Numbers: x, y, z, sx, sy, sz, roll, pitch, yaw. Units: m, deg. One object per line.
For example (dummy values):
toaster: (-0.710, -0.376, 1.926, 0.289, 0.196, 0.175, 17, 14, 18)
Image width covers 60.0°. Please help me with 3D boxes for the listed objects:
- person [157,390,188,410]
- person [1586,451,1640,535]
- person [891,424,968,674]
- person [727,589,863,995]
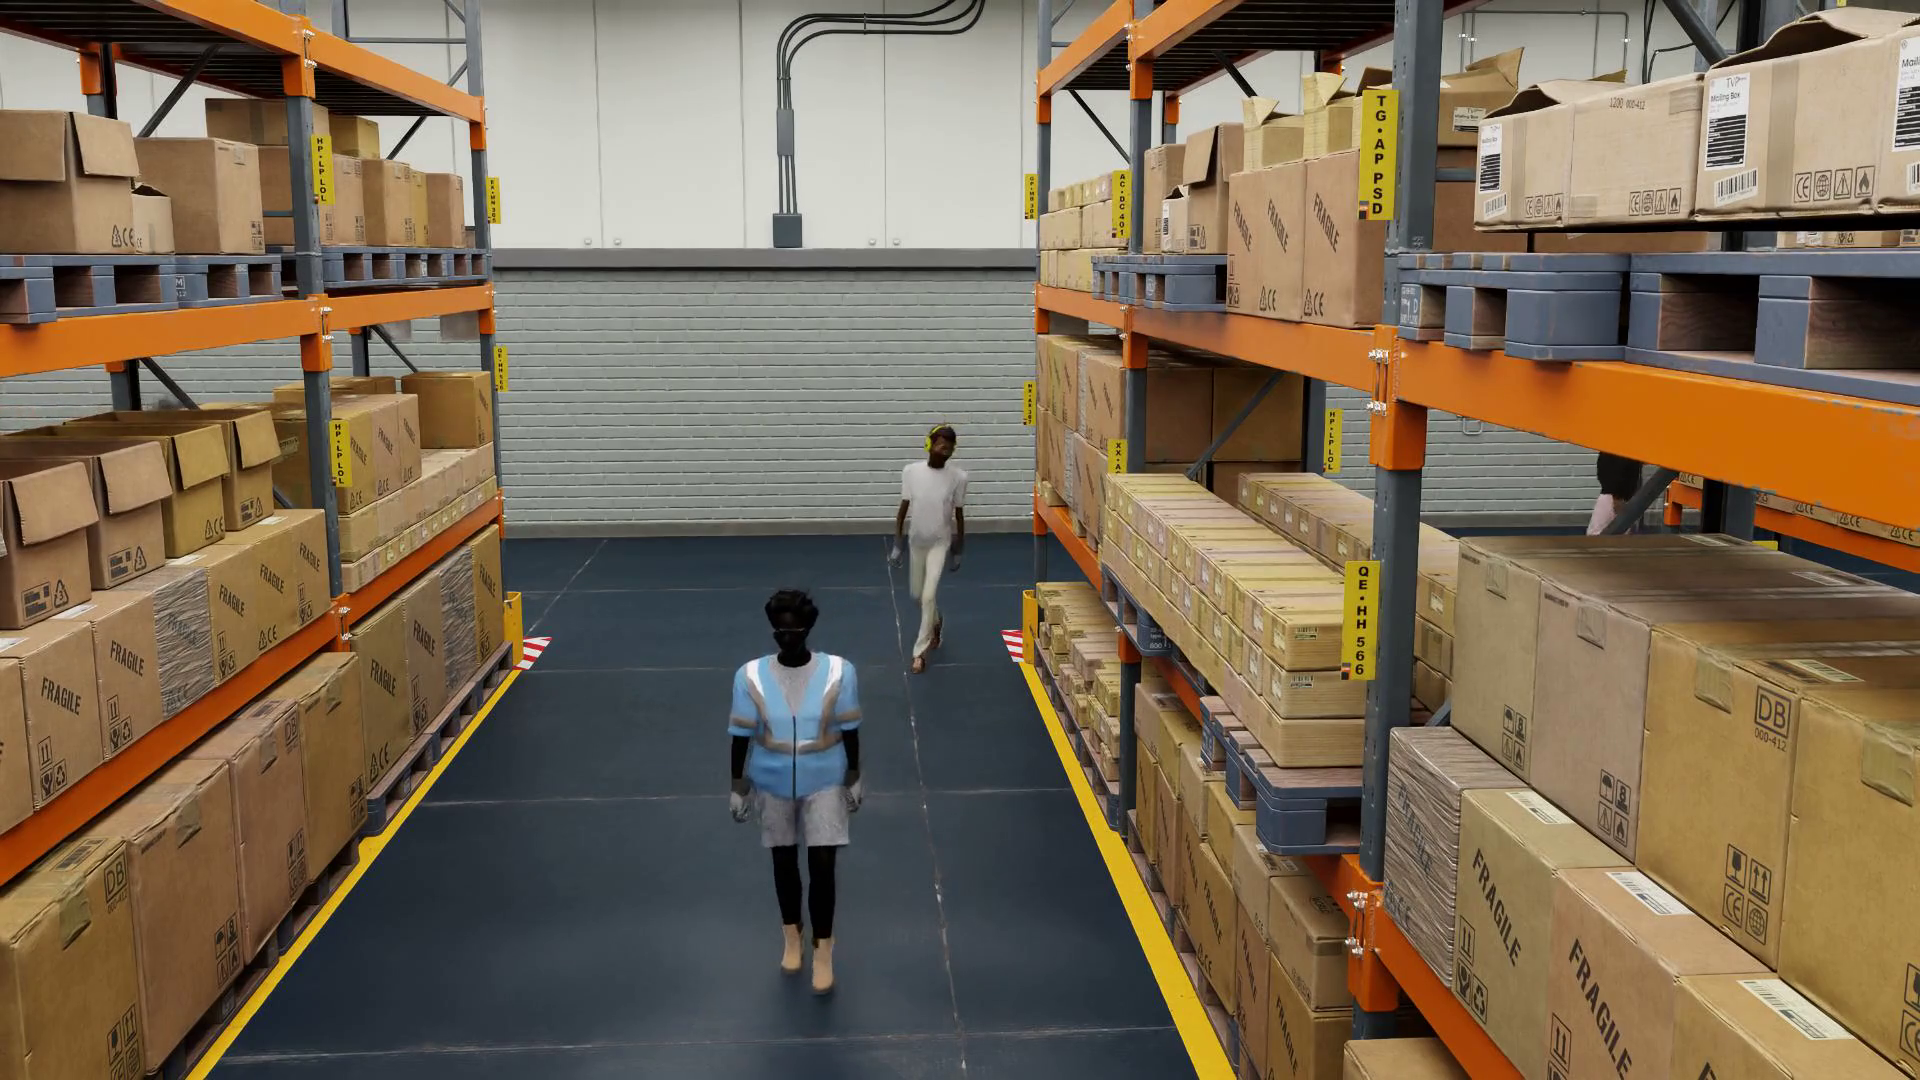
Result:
person: (-6.119, -0.177, 12.989, 0.593, 2.000, 0.696, 0, 10, 0)
person: (5.826, -0.437, 14.701, 0.496, 1.978, 0.620, 6, 12, 33)
person: (-0.208, 0.029, 12.416, 0.548, 1.825, 0.838, 2, 10, 13)
person: (-0.687, 1.037, 6.876, 0.557, 1.672, 0.611, 0, 10, 0)
